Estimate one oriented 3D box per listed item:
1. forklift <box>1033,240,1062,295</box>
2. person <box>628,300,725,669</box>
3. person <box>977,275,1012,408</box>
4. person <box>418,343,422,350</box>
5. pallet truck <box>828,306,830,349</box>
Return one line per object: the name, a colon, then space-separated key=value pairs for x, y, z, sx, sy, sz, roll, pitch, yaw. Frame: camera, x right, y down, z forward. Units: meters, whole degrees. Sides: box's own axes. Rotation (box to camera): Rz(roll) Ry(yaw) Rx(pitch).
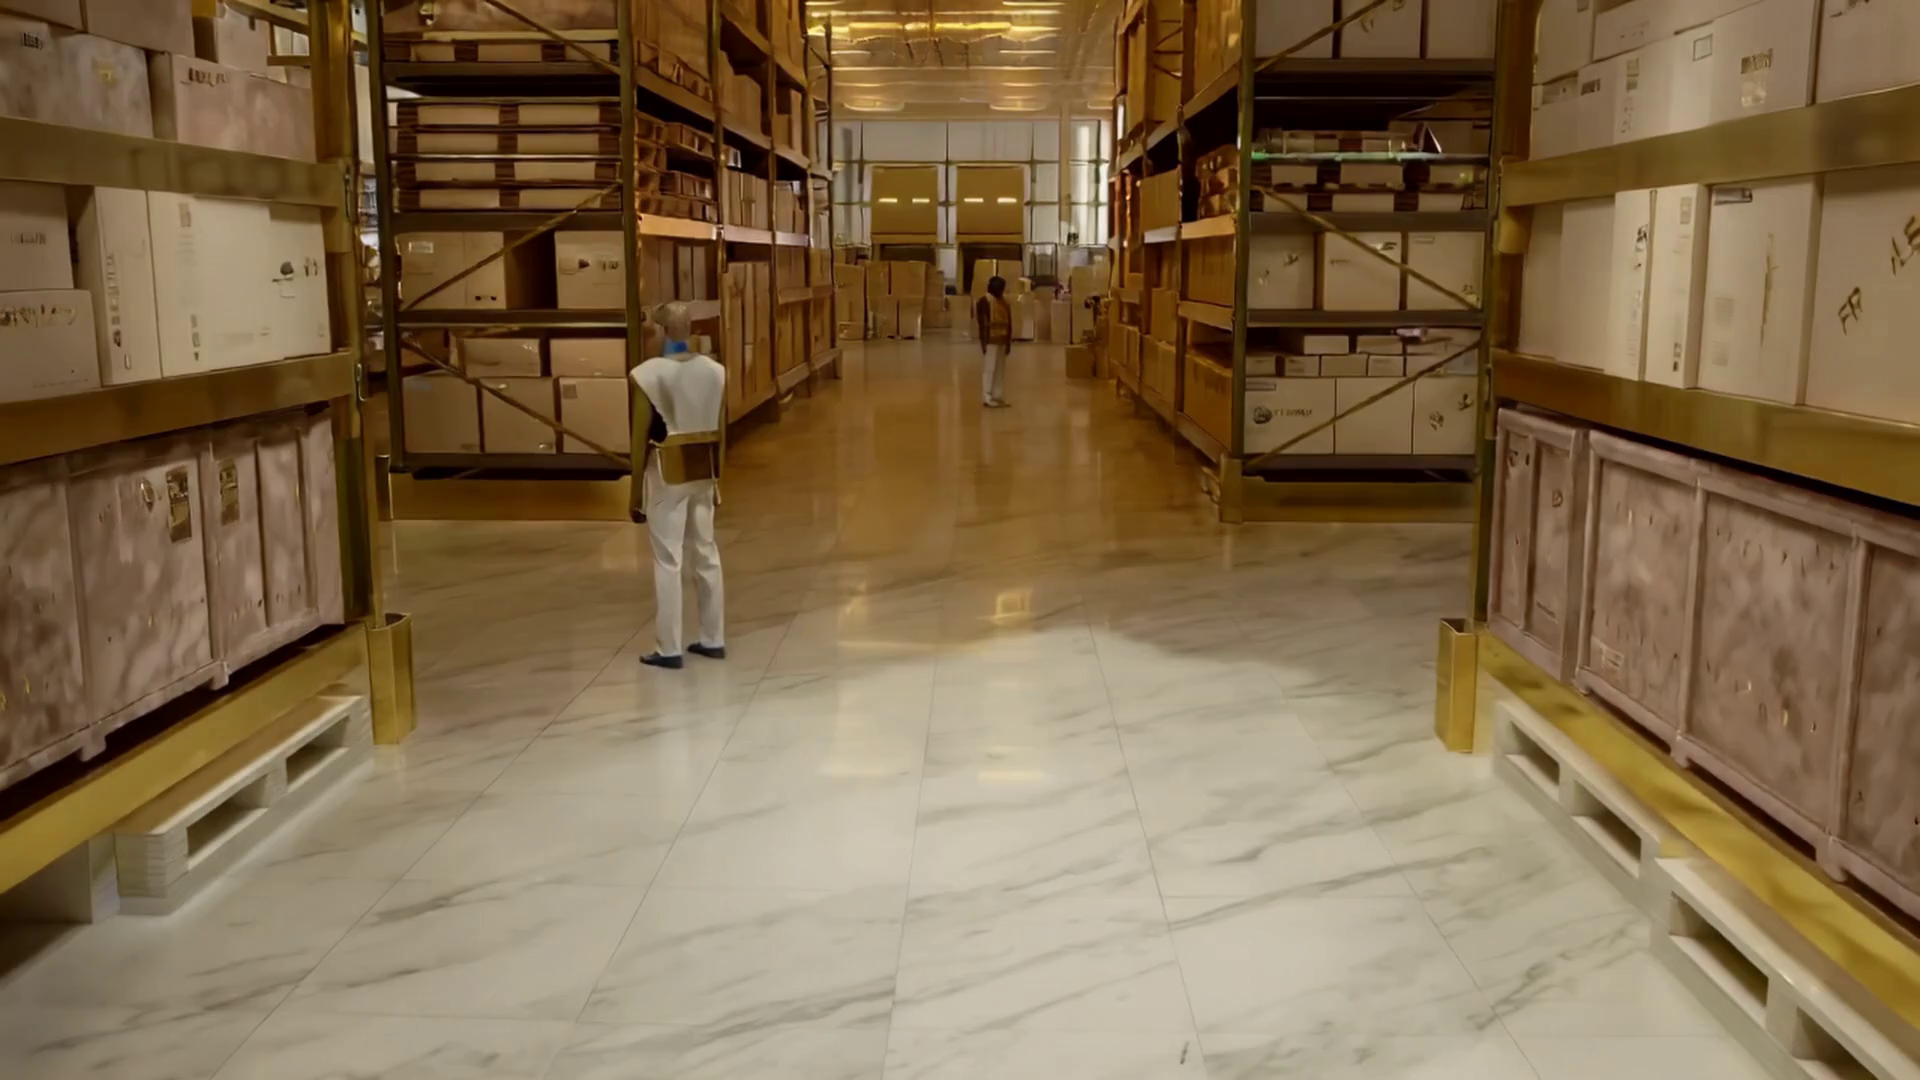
forklift: x=3.156 y=-9.514 z=60.553 sx=1.129 sy=2.768 sz=1.873 roll=0 pitch=9 yaw=1
person: x=-1.391 y=-0.273 z=8.327 sx=0.381 sy=1.836 sz=0.564 roll=9 pitch=13 yaw=42
person: x=0.509 y=-2.772 z=23.272 sx=0.429 sy=1.844 sz=0.627 roll=6 pitch=11 yaw=33
person: x=-10.365 y=-4.209 z=32.390 sx=0.776 sy=1.672 sz=0.533 roll=-3 pitch=10 yaw=-15
pallet truck: x=-3.100 y=-3.940 z=29.800 sx=1.885 sy=1.965 sz=0.823 roll=3 pitch=10 yaw=19
